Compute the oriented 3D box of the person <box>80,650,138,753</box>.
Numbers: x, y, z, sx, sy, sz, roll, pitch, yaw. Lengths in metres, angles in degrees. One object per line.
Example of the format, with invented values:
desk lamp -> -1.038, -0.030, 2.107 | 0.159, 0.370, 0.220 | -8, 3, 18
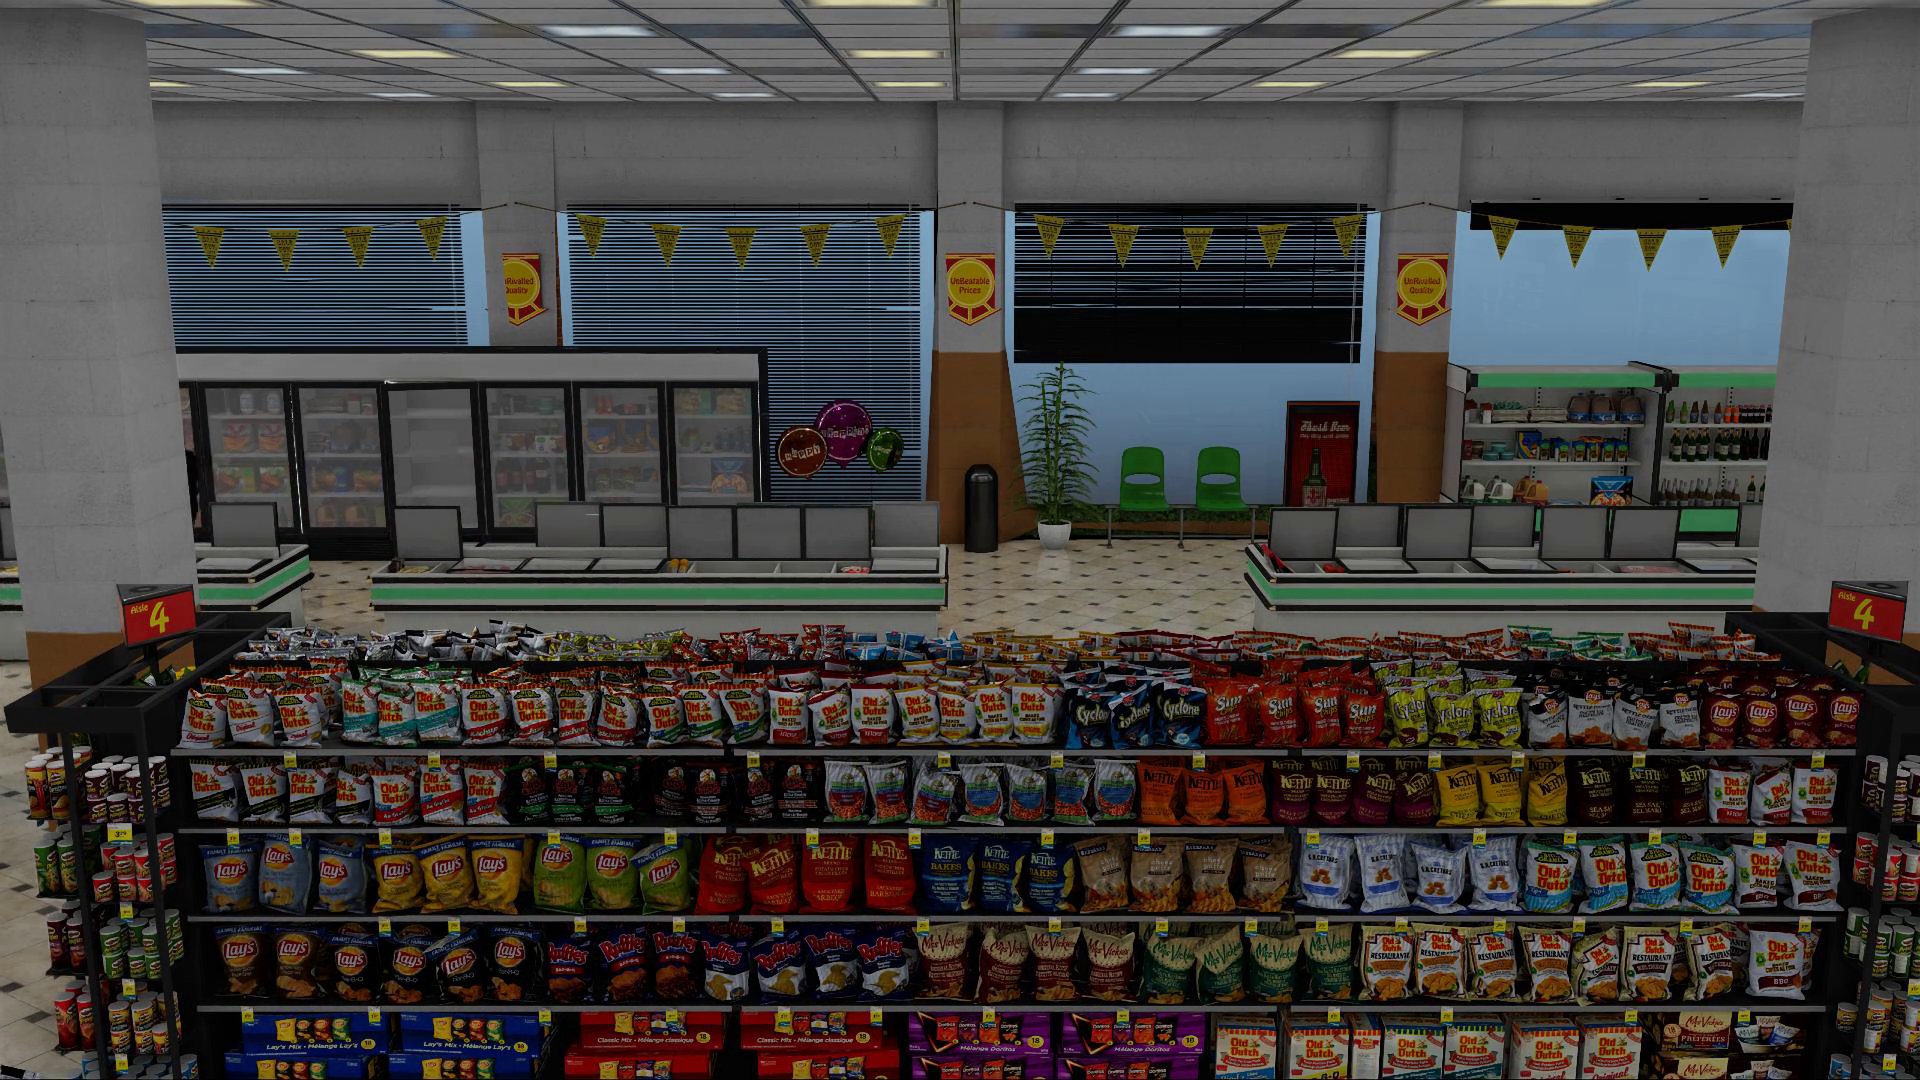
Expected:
person -> -4.396, 1.417, 8.685 | 0.785, 1.716, 0.712 | 1, 12, 6
